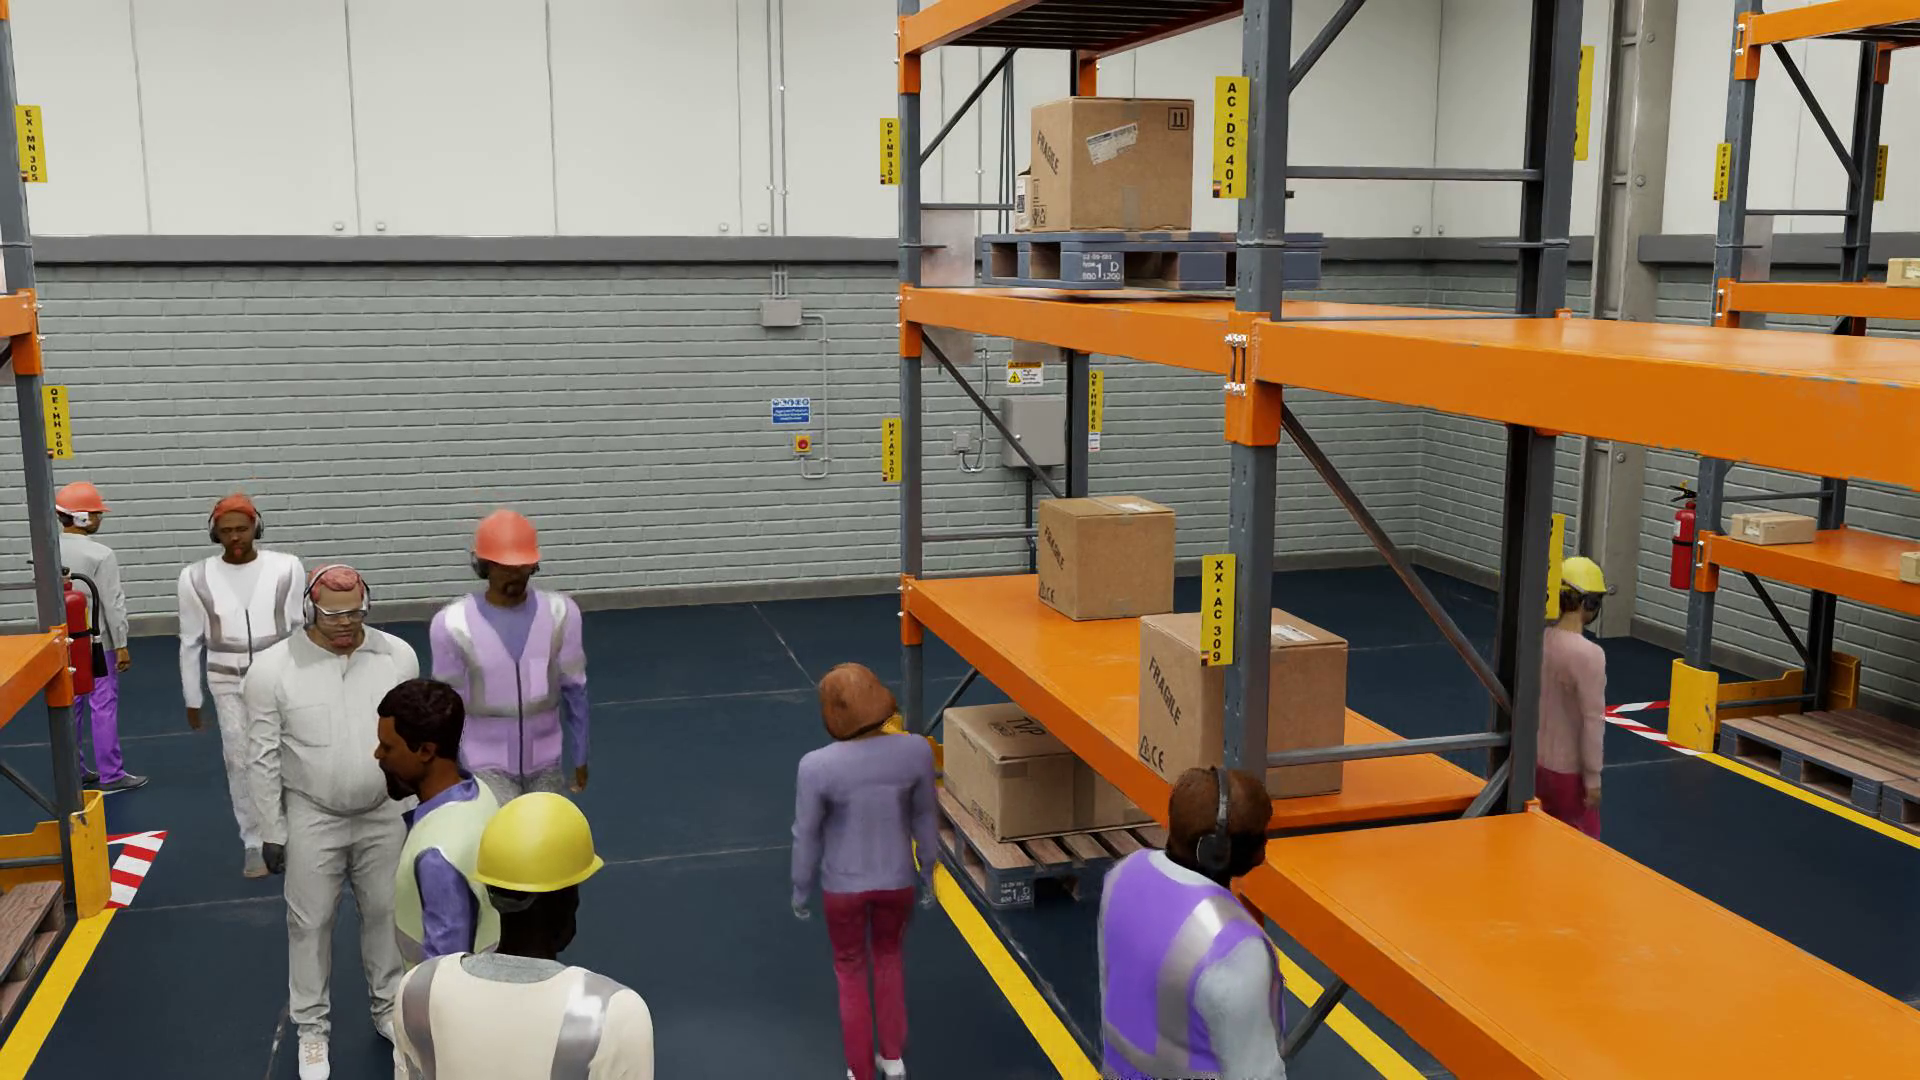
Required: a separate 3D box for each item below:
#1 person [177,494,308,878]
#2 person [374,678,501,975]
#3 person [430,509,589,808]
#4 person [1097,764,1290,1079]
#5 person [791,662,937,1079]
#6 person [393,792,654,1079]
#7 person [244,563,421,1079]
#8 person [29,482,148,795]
[{"bbox_3d":[-3.413,0.710,7.995,0.612,1.869,0.419,-5,11,-25],"label":"person"},{"bbox_3d":[-1.346,1.304,4.536,0.393,1.909,0.584,-2,10,-13],"label":"person"},{"bbox_3d":[-1.831,0.850,6.792,0.616,2.021,0.793,-5,11,-28],"label":"person"},{"bbox_3d":[0.568,1.425,4.074,0.429,1.839,0.634,-4,11,-21],"label":"person"},{"bbox_3d":[-0.358,1.197,5.946,0.527,1.615,0.441,-3,10,-18],"label":"person"},{"bbox_3d":[-0.880,1.470,3.520,0.594,1.924,0.383,3,10,15],"label":"person"},{"bbox_3d":[-2.263,1.023,6.143,0.639,1.903,0.409,-8,12,-37],"label":"person"},{"bbox_3d":[-4.865,0.545,9.288,0.572,1.747,0.335,3,10,17],"label":"person"}]
